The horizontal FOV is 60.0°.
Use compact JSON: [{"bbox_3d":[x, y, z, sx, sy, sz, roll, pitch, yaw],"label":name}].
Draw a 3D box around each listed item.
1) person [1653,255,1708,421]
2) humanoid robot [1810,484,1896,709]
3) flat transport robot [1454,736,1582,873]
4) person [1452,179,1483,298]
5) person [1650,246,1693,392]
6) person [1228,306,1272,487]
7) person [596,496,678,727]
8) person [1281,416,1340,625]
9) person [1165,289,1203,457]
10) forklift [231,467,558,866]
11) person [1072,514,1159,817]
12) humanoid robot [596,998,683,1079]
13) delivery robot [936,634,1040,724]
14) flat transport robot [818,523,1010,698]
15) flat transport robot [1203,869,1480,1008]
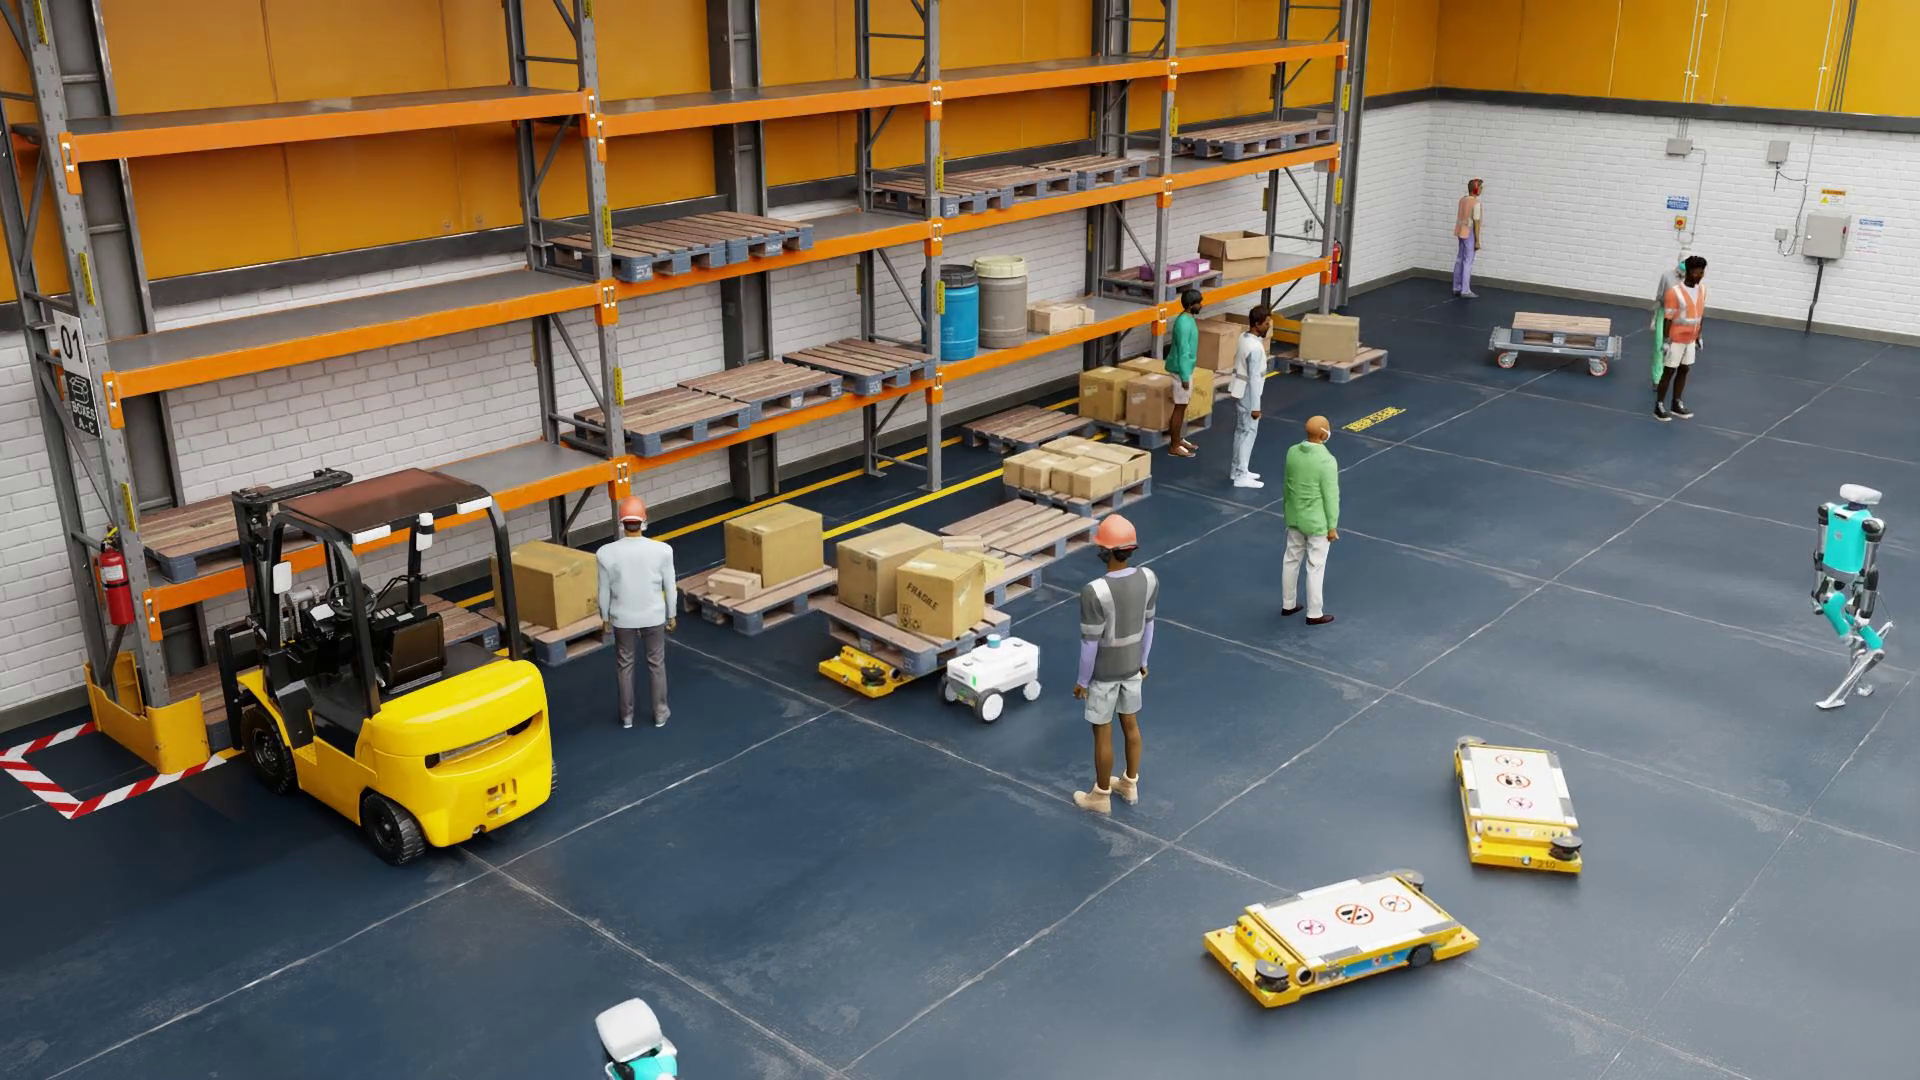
[{"bbox_3d":[8.486,-2.381,19.563,0.628,1.959,0.372,-10,23,-25],"label":"person"},{"bbox_3d":[6.701,0.459,12.300,0.823,1.868,0.546,-7,21,-18],"label":"humanoid robot"},{"bbox_3d":[3.635,1.714,10.907,0.659,0.231,1.431,4,21,11],"label":"flat transport robot"},{"bbox_3d":[7.974,-4.737,26.114,0.390,1.842,0.564,-5,21,-12],"label":"person"},{"bbox_3d":[8.919,-2.728,20.693,0.531,1.819,0.753,4,21,10],"label":"person"},{"bbox_3d":[2.992,-1.480,17.204,0.410,1.907,0.596,-1,20,-3],"label":"person"},{"bbox_3d":[-2.318,0.522,12.012,0.568,1.739,0.350,-3,21,-9],"label":"person"},{"bbox_3d":[2.912,-0.166,13.816,0.383,1.784,0.537,-16,26,-37],"label":"person"},{"bbox_3d":[2.446,-1.840,18.270,0.401,1.843,0.498,4,21,11],"label":"person"},{"bbox_3d":[-3.730,0.710,10.856,2.313,2.155,1.214,17,26,38],"label":"forklift"},{"bbox_3d":[0.984,0.812,10.793,0.608,2.043,0.373,-15,25,-34],"label":"person"},{"bbox_3d":[-1.467,2.651,6.281,0.924,1.790,0.538,-14,25,-34],"label":"humanoid robot"},{"bbox_3d":[0.233,1.002,12.419,0.771,0.592,0.499,-17,26,-39],"label":"delivery robot"},{"bbox_3d":[-0.367,0.870,13.195,1.431,0.231,0.659,-18,27,-40],"label":"flat transport robot"},{"bbox_3d":[2.173,2.247,9.461,1.431,0.231,0.659,-9,22,-22],"label":"flat transport robot"}]
